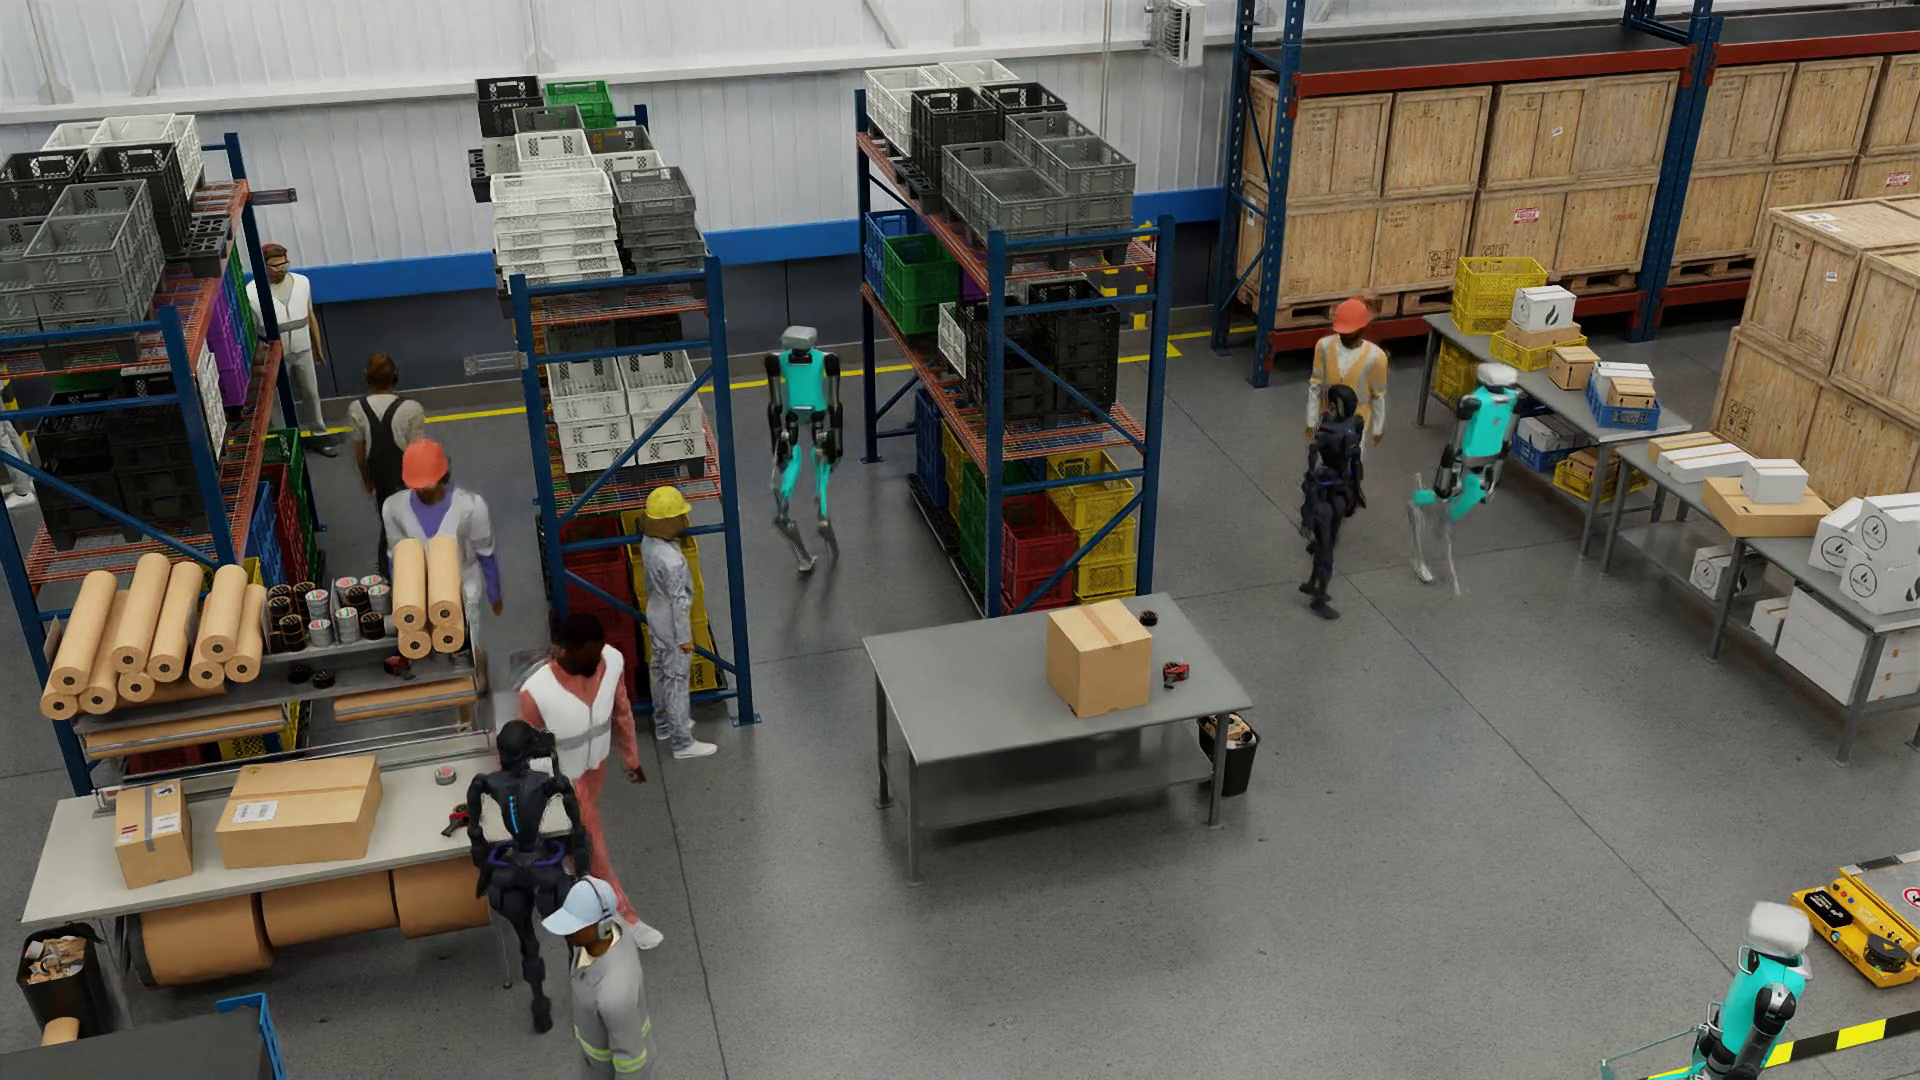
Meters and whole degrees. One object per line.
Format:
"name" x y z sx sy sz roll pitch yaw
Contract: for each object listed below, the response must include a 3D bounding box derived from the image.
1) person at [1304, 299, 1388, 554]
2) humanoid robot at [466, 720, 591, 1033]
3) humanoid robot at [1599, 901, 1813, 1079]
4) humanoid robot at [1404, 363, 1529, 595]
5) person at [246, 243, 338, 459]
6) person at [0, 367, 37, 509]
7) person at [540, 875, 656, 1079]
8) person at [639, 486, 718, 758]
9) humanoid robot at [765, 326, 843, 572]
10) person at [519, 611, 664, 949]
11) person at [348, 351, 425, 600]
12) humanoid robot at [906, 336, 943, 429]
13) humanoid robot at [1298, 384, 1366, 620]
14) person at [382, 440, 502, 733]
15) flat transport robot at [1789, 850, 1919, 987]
"person" 2.826 -0.908 12.153 0.543 1.883 0.983 22 36 34
"humanoid robot" -2.019 1.591 7.817 0.590 1.641 0.391 0 29 1
"humanoid robot" 2.862 2.101 6.675 0.735 1.677 0.533 12 31 21
"humanoid robot" 3.400 -0.464 11.506 0.584 1.790 0.790 -11 31 -18
"person" -5.350 -1.483 13.235 0.387 1.836 0.564 25 37 37
"person" -7.364 -1.122 12.542 0.309 1.868 0.529 -9 30 -15
"person" -1.415 2.096 6.703 0.369 1.852 0.596 -10 30 -17
"person" -1.681 0.470 9.774 0.311 1.743 0.486 -16 32 -26
"humanoid robot" -1.106 -0.548 11.653 0.543 1.776 0.806 2 29 4
"person" -1.917 1.159 8.406 1.002 1.846 0.644 20 35 32
"person" -3.820 -0.375 11.238 0.507 1.824 0.700 0 29 0
"humanoid robot" -0.267 -1.681 13.775 0.519 1.639 0.590 -23 36 -35
"humanoid robot" 2.537 -0.287 11.224 0.608 1.648 0.463 -23 36 -35
"person" -3.030 0.269 9.876 0.605 2.005 0.986 1 29 2
"flat transport robot" 5.163 1.916 8.676 1.431 0.231 0.659 -8 30 -14
